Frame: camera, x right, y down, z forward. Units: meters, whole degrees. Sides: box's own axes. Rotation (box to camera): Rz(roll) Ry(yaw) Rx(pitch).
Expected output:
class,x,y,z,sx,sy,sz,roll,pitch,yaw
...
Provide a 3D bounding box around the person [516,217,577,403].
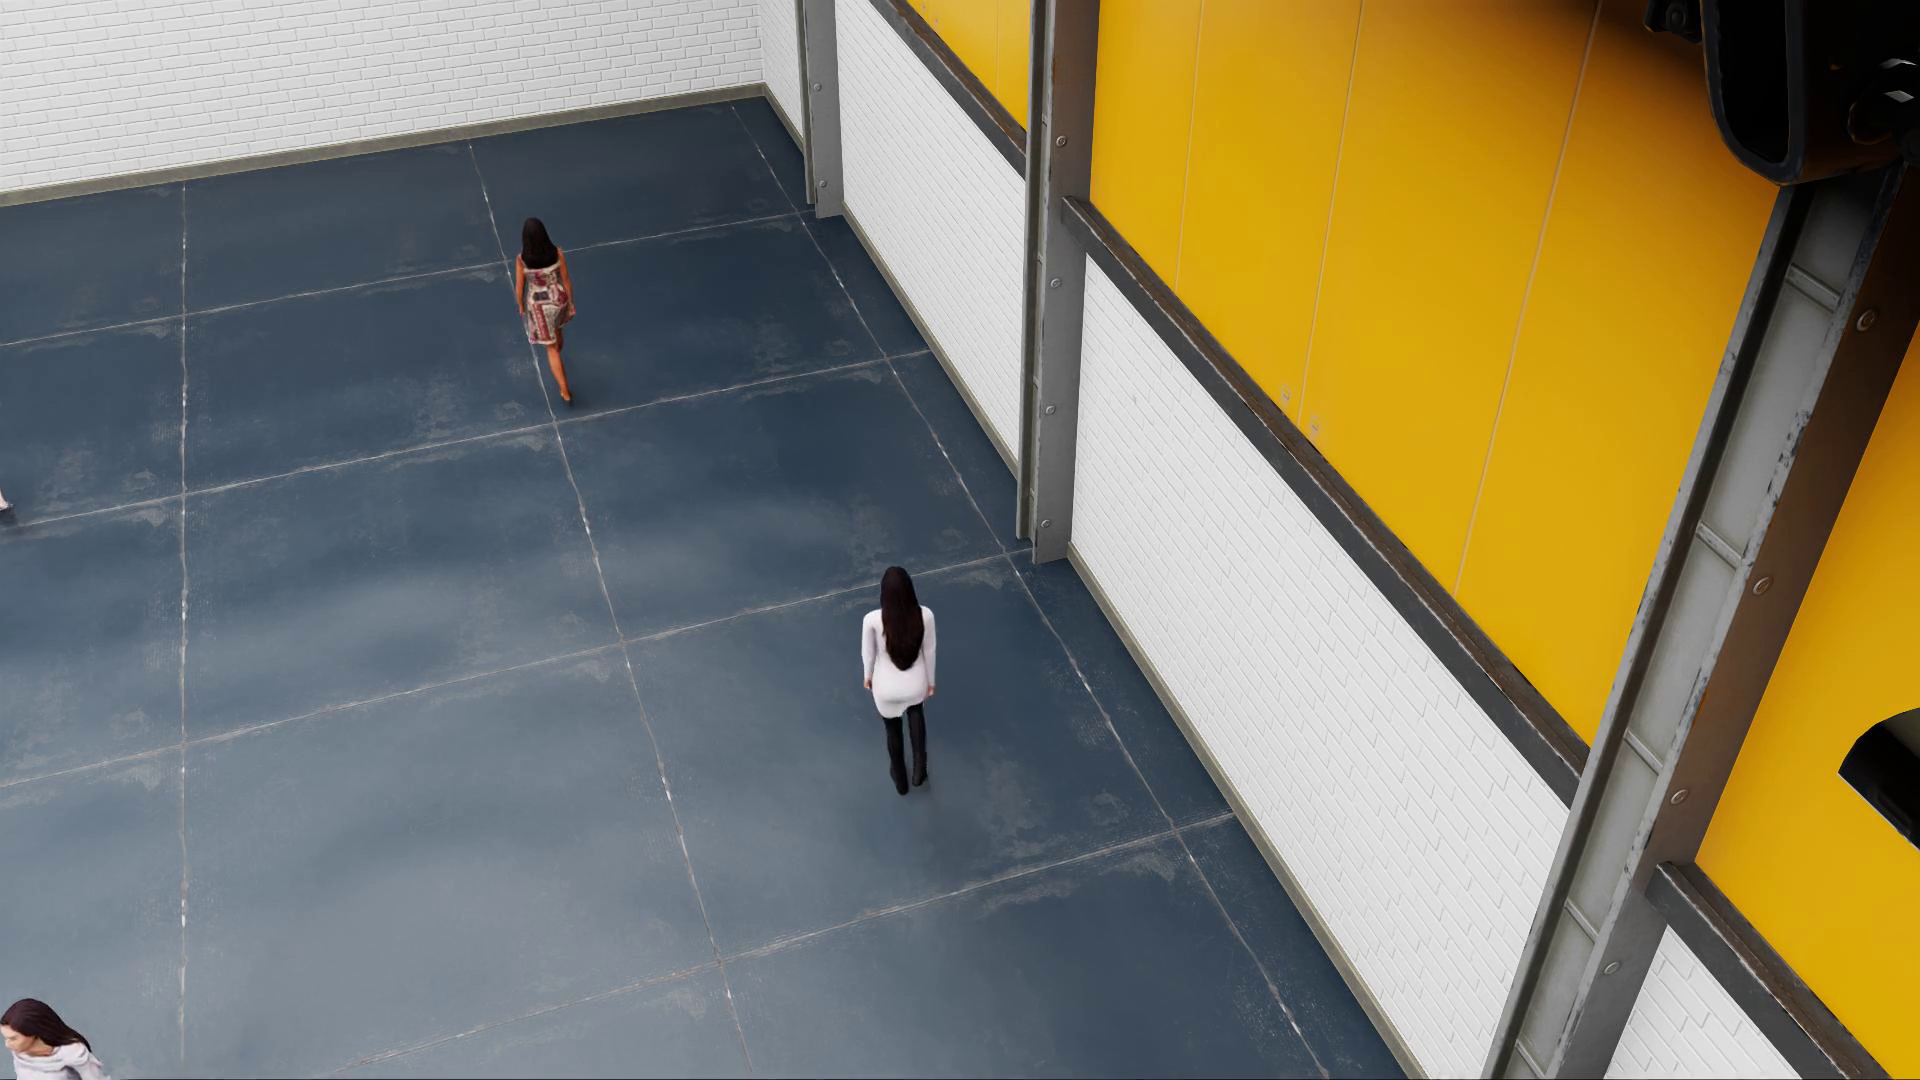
class,x,y,z,sx,sy,sz,roll,pitch,yaw
person,-3.504,-1.938,14.187,0.677,1.600,1.128,-16,41,-19

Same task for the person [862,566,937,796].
class,x,y,z,sx,sy,sz,roll,pitch,yaw
person,-0.374,0.961,10.399,0.630,1.797,0.641,-8,39,-10

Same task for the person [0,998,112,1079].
class,x,y,z,sx,sy,sz,roll,pitch,yaw
person,-4.337,2.750,8.328,1.053,1.587,1.129,15,41,18
